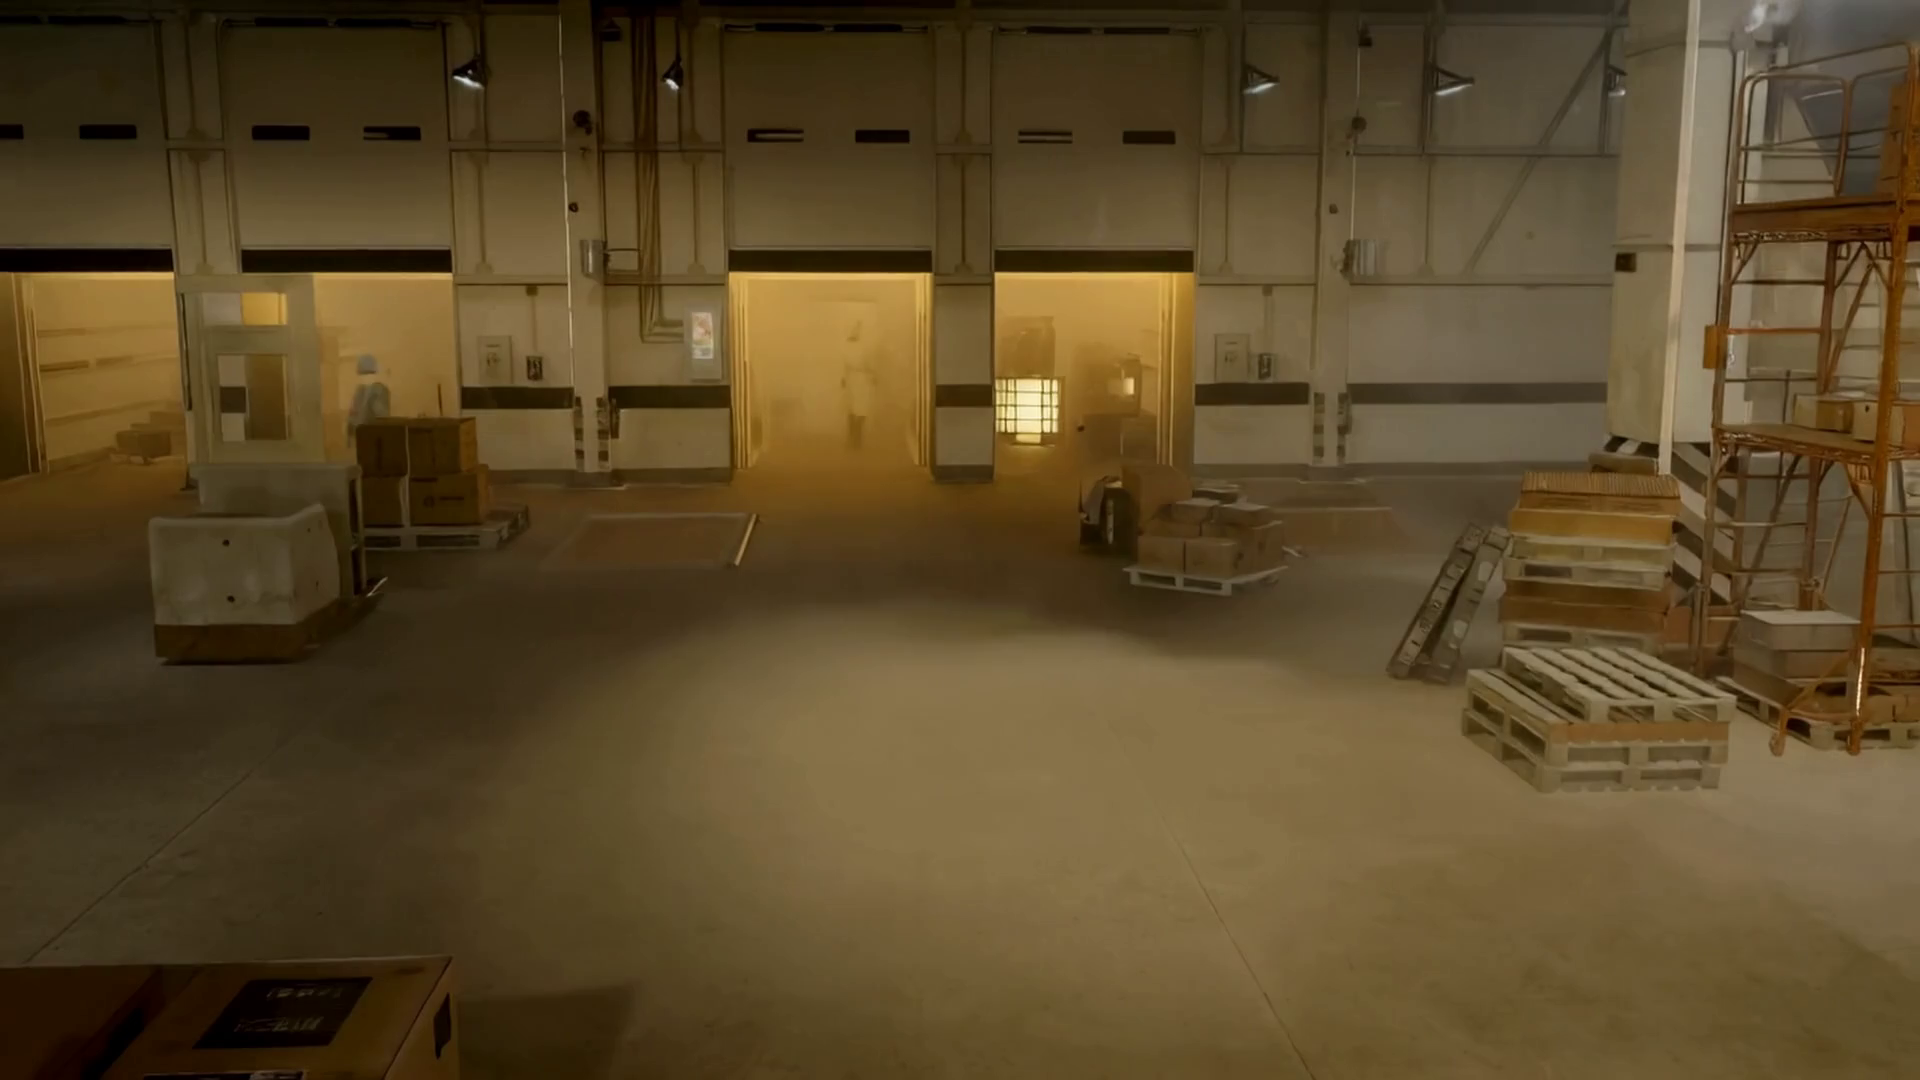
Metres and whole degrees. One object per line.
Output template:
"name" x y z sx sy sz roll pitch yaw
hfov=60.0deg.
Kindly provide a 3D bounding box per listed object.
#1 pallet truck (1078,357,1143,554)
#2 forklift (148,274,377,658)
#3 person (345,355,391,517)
"pallet truck" 2.088 -0.836 16.757 1.885 1.965 0.823 2 9 13
"forklift" -5.348 -0.627 12.681 1.129 2.768 1.873 -1 9 -4
"person" -6.922 -1.197 19.330 0.603 1.888 0.886 8 12 42
